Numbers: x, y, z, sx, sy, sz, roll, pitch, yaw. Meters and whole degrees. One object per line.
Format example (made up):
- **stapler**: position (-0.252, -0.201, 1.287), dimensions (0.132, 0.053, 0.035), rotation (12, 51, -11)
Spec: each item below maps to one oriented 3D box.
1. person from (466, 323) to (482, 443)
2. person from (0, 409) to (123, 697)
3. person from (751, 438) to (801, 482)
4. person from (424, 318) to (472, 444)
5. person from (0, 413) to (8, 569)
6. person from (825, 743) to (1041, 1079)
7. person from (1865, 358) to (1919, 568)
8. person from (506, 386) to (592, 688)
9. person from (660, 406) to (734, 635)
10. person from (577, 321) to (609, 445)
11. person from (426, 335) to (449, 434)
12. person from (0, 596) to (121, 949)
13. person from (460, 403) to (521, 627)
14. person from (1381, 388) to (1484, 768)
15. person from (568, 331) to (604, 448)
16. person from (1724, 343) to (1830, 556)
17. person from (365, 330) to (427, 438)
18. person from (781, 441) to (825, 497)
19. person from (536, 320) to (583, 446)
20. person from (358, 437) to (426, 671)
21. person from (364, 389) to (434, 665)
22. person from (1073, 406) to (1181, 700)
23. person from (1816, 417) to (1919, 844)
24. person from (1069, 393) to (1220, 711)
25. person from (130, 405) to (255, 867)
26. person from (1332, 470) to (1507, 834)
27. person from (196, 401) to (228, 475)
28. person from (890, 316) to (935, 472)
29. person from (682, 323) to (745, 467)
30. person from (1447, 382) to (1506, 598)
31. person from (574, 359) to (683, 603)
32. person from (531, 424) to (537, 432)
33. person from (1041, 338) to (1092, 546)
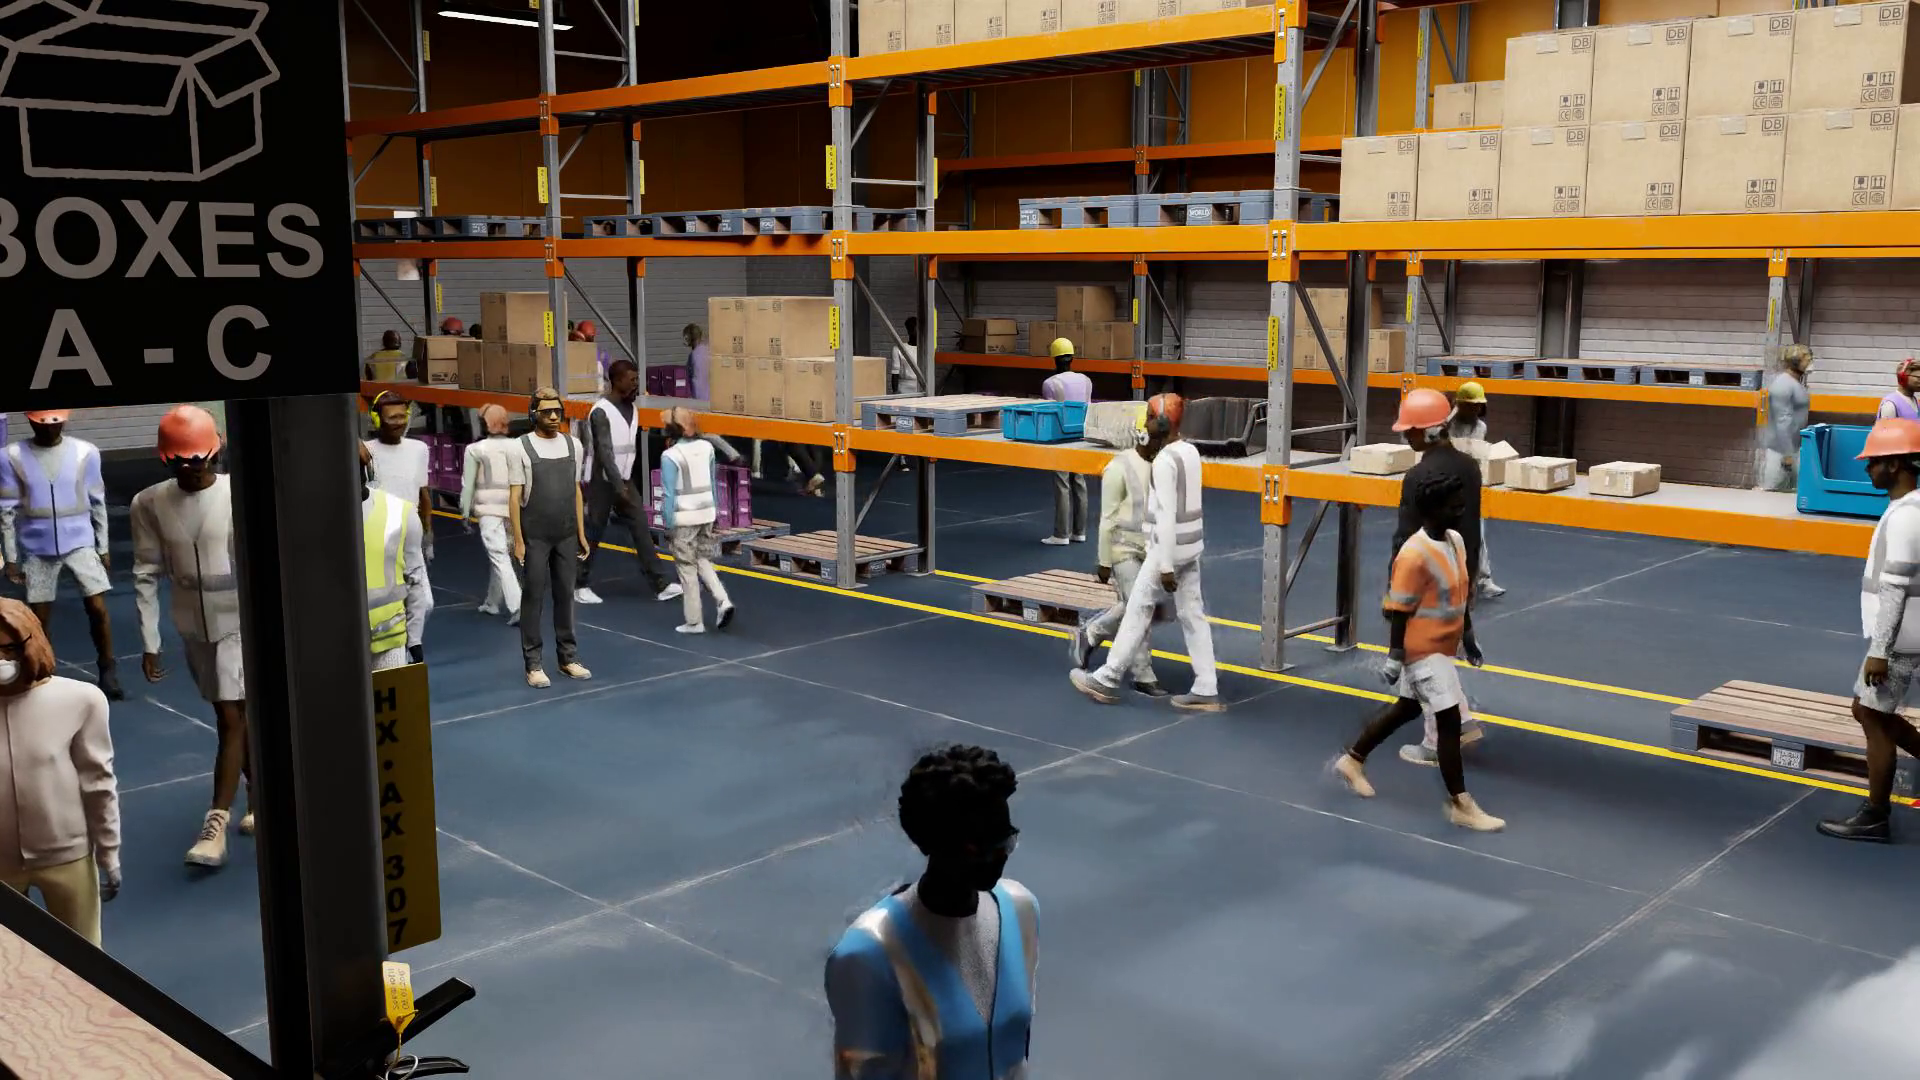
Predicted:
- **person**: position (-6.602, -2.089, 23.026), dimensions (0.631, 1.822, 0.700), rotation (1, 9, 6)
- **person**: position (-5.272, 0.040, 9.685), dimensions (0.567, 1.908, 0.481), rotation (-5, 11, -29)
- **person**: position (-2.264, -1.617, 20.104), dimensions (0.951, 1.831, 0.528), rotation (8, 12, 42)
- **person**: position (-6.575, -1.885, 21.427), dimensions (1.007, 1.935, 0.667), rotation (-5, 10, -27)
- **person**: position (-8.404, -0.746, 14.084), dimensions (0.614, 2.040, 0.378), rotation (-1, 9, -9)
- **person**: position (-0.073, 1.194, 3.269), dimensions (0.539, 1.679, 0.534), rotation (-9, 13, -42)
- **person**: position (7.595, -0.555, 13.519), dimensions (0.571, 1.840, 0.374), rotation (-9, 13, -43)
- **person**: position (-2.524, -0.022, 10.249), dimensions (0.506, 1.846, 0.345), rotation (-9, 13, -43)
- **person**: position (-1.856, -0.126, 11.548), dimensions (0.386, 1.620, 0.526), rotation (6, 11, 32)
- **person**: position (-4.607, -1.766, 20.768), dimensions (0.557, 1.896, 0.871), rotation (-4, 10, -25)
- **person**: position (-7.432, -2.103, 23.629), dimensions (0.513, 1.641, 0.309), rotation (4, 10, 23)
- **person**: position (-2.736, 0.961, 4.885), dimensions (0.496, 1.627, 0.272), rotation (-4, 10, -25)
- **person**: position (-3.333, -0.189, 12.020), dimensions (0.839, 1.599, 0.525), rotation (9, 13, 44)
- **person**: position (2.408, 0.206, 8.502), dimensions (0.432, 1.960, 0.632), rotation (9, 13, 43)
- **person**: position (-4.175, -1.342, 18.215), dimensions (0.584, 1.882, 0.337), rotation (-4, 10, -22)
- **person**: position (7.353, -0.819, 14.971), dimensions (0.887, 1.910, 0.634), rotation (9, 13, 43)
- **person**: position (-6.865, -1.655, 20.348), dimensions (0.641, 1.813, 0.669), rotation (2, 9, 12)
- **person**: position (-1.737, -1.483, 18.605), dimensions (0.540, 2.000, 0.701), rotation (5, 11, 29)
- **person**: position (-5.717, -2.224, 23.796), dimensions (0.893, 1.840, 0.529), rotation (-7, 12, -37)
- **person**: position (-2.680, 0.449, 7.364), dimensions (0.627, 1.845, 0.429), rotation (-3, 10, -20)
- **person**: position (-3.400, 0.023, 9.950), dimensions (0.528, 1.857, 0.439), rotation (-8, 12, -39)
- **person**: position (0.998, 0.041, 10.088), dimensions (0.773, 1.788, 0.599), rotation (9, 13, 43)
- **person**: position (4.189, 0.421, 7.339), dimensions (0.563, 1.917, 0.566), rotation (5, 11, 28)
- **person**: position (1.114, 0.070, 9.675), dimensions (0.918, 1.846, 0.590), rotation (5, 11, 30)
- **person**: position (-3.255, 0.404, 7.215), dimensions (0.627, 1.973, 0.981), rotation (0, 9, 1)
- **person**: position (2.125, 0.482, 7.745), dimensions (0.875, 1.653, 0.532), rotation (6, 11, 35)
- **person**: position (-7.458, -0.971, 16.829), dimensions (0.514, 1.595, 0.842), rotation (-6, 11, -32)
- **person**: position (-0.587, -1.846, 21.055), dimensions (0.610, 1.966, 0.363), rotation (-4, 10, -26)
- **person**: position (-3.027, -1.672, 20.204), dimensions (0.742, 1.908, 0.654), rotation (-1, 9, -5)
- **person**: position (3.905, -0.396, 13.004), dimensions (0.491, 1.683, 0.921), rotation (-4, 10, -25)
- **person**: position (-2.560, -0.424, 12.632), dimensions (1.024, 1.871, 0.594), rotation (4, 10, 22)
- **person**: position (-6.207, -2.416, 24.636), dimensions (0.544, 1.939, 0.372), rotation (9, 13, 43)
- **person**: position (0.965, -0.903, 15.409), dimensions (0.589, 1.923, 0.383), rotation (-8, 12, -39)
